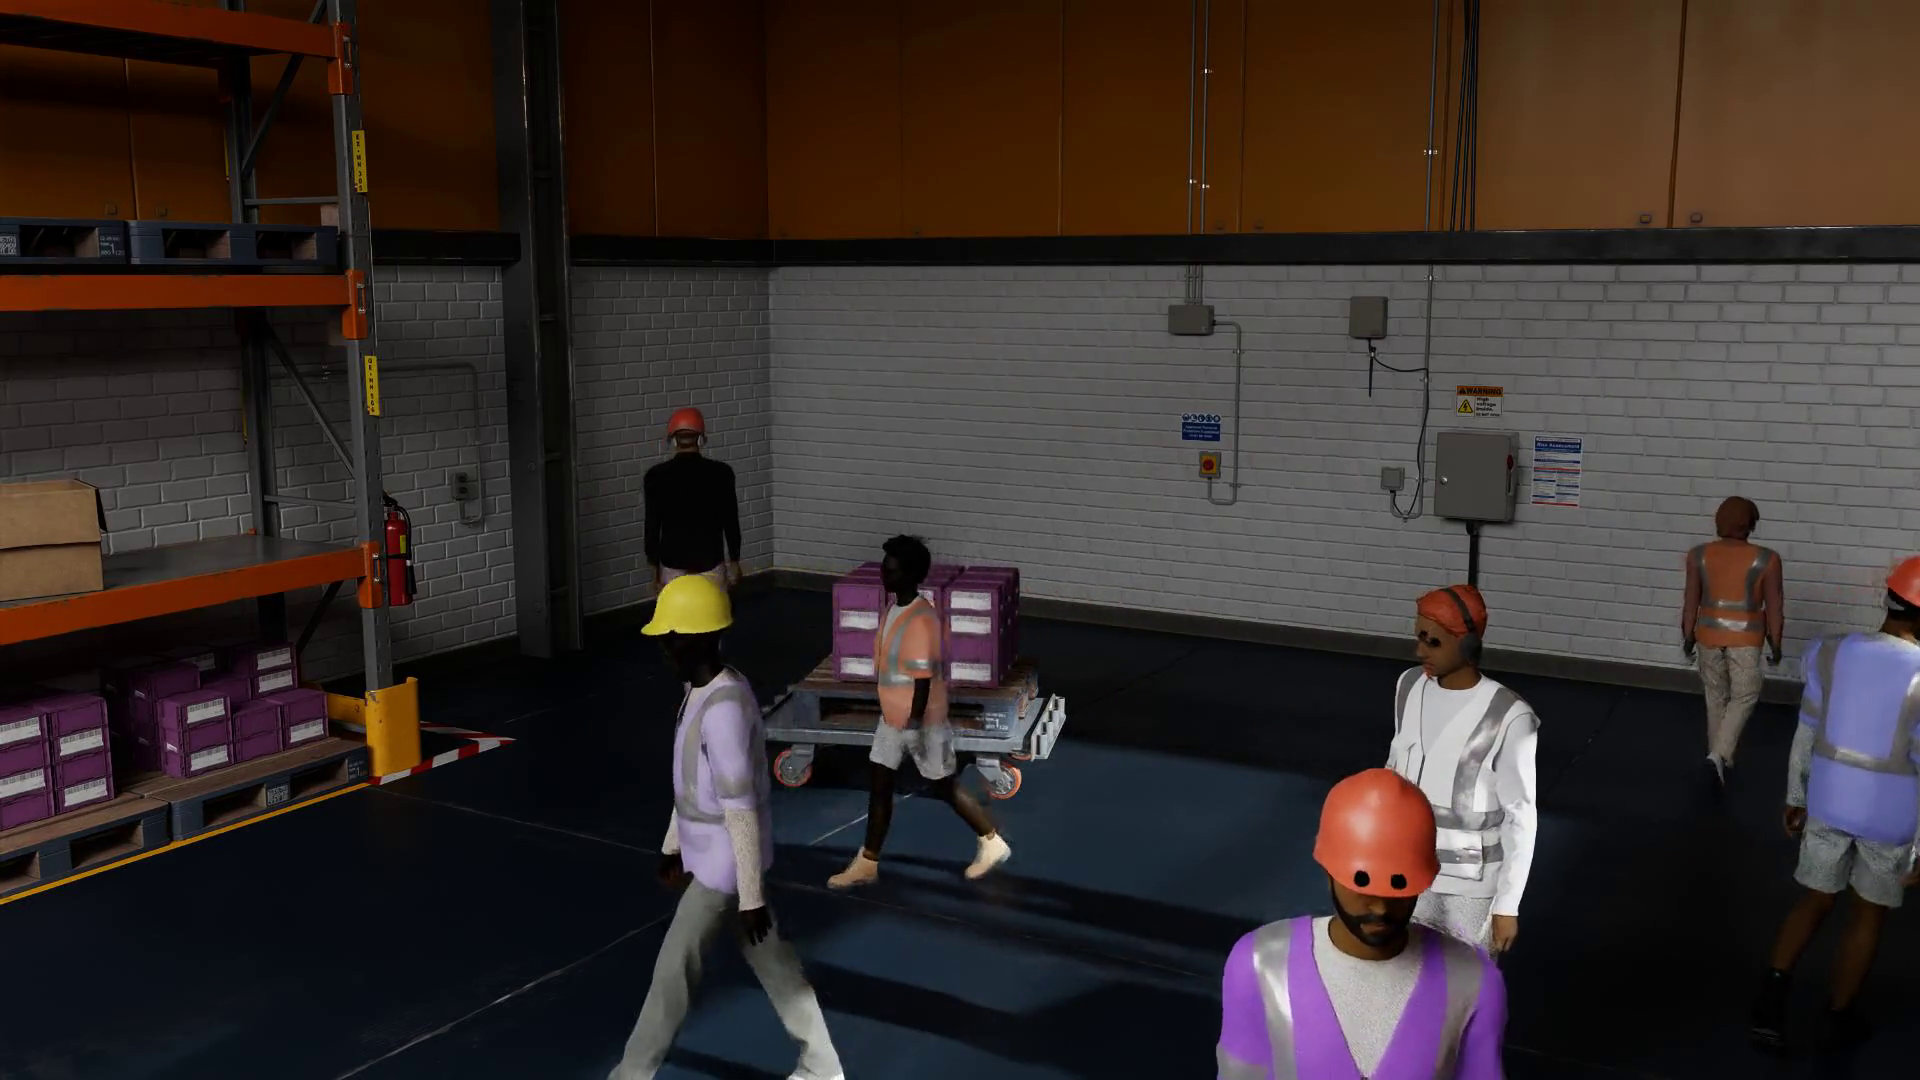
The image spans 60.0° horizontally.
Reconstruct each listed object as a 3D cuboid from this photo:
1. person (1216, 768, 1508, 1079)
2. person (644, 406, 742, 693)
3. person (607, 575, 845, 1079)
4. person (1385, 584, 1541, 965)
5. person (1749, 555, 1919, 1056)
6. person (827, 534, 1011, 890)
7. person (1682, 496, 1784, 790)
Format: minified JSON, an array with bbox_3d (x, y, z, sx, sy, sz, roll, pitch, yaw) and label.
[{"bbox_3d":[0.786,1.352,3.344,0.559,1.922,0.641,1,9,9],"label":"person"},{"bbox_3d":[-1.745,0.120,10.844,0.638,1.982,0.515,0,9,2],"label":"person"},{"bbox_3d":[-0.849,1.036,5.488,1.028,1.868,0.612,-2,9,-10],"label":"person"},{"bbox_3d":[1.546,1.061,5.278,0.359,1.886,0.573,-5,10,-28],"label":"person"},{"bbox_3d":[3.158,0.971,5.852,0.656,1.888,0.601,-7,11,-37],"label":"person"},{"bbox_3d":[-0.162,0.789,7.673,0.846,1.665,0.536,-3,10,-20],"label":"person"},{"bbox_3d":[4.260,0.561,9.230,0.520,1.614,0.734,9,13,44],"label":"person"}]
